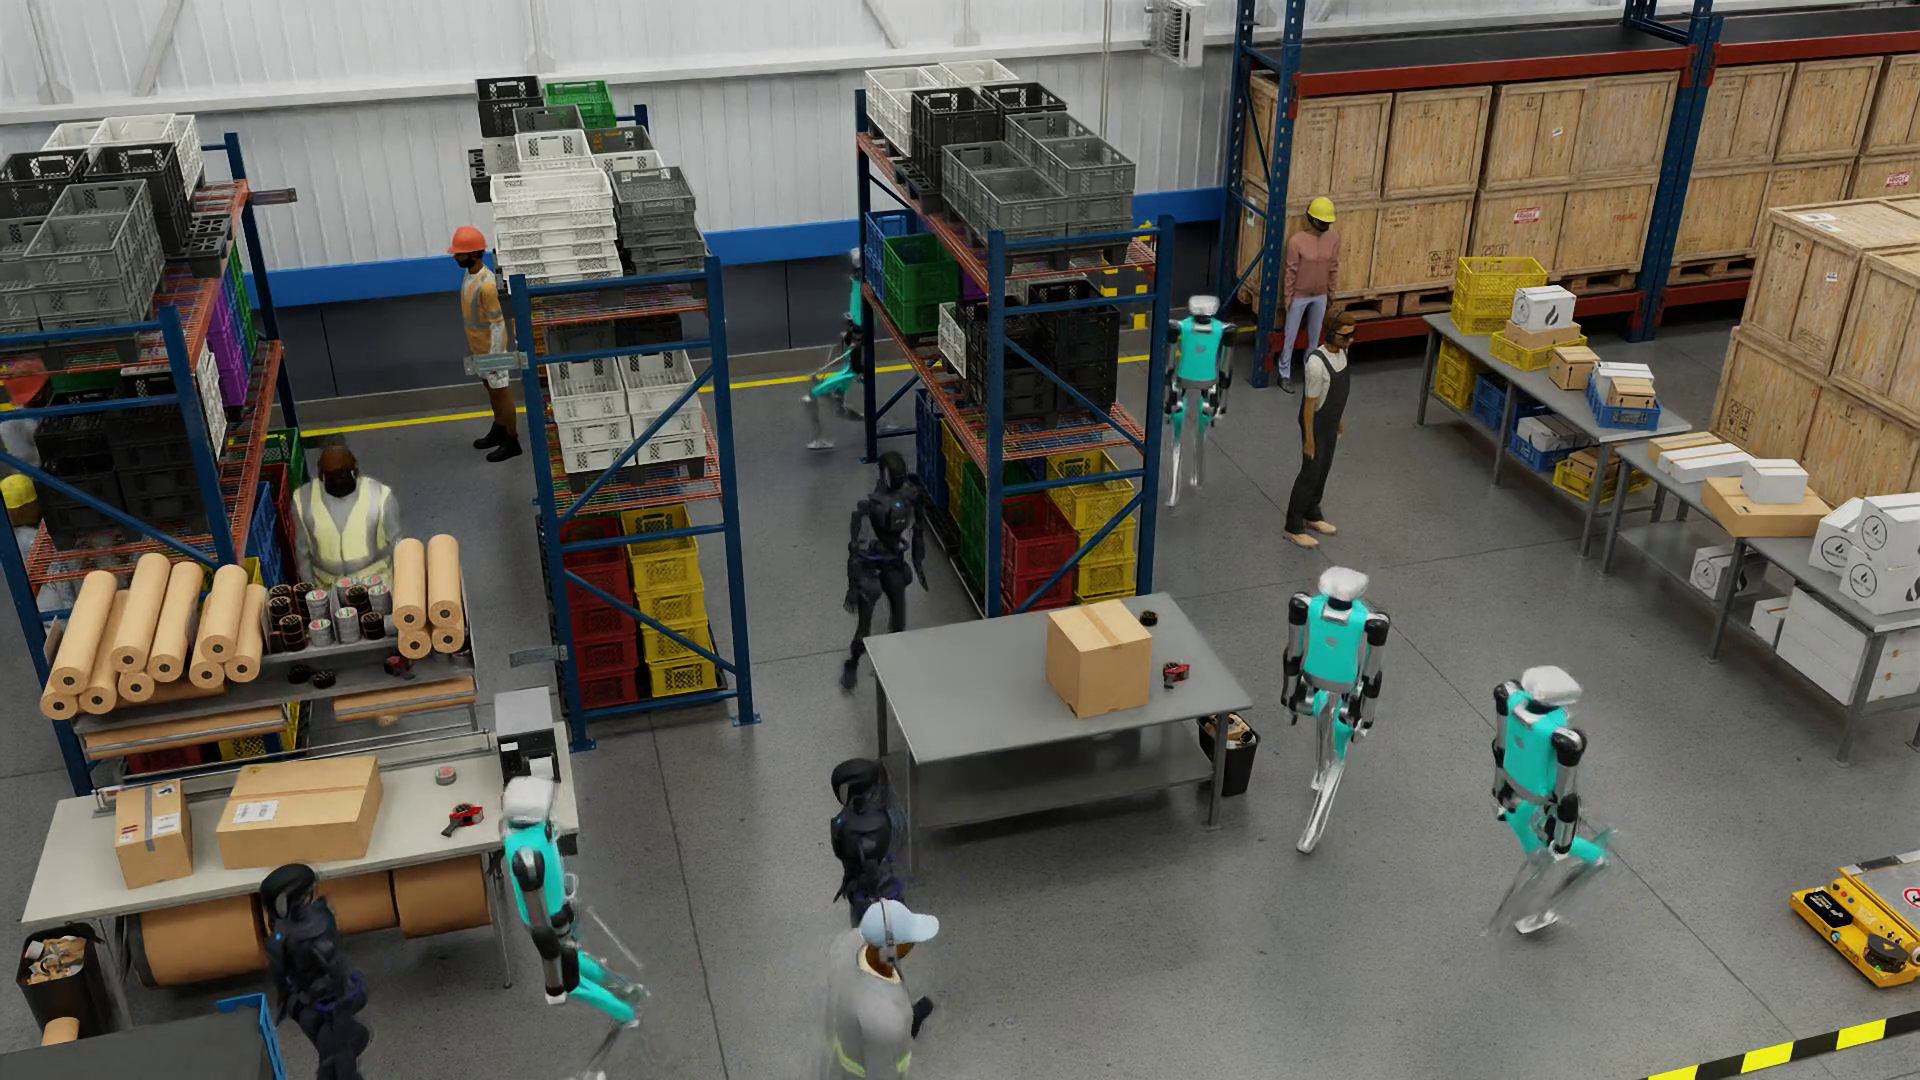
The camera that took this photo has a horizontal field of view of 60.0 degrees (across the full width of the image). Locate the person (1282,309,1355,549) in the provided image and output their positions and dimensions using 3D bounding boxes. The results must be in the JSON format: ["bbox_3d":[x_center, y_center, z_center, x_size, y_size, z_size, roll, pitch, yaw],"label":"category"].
[{"bbox_3d":[2.613,-0.808,12.011,0.332,1.836,0.501,19,34,31],"label":"person"}]

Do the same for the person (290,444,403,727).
[{"bbox_3d":[-3.662,0.234,10.110,0.640,1.825,0.608,-4,29,-8],"label":"person"}]

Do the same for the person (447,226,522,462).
[{"bbox_3d":[-3.796,-1.564,13.275,0.358,1.939,0.542,-17,33,-28],"label":"person"}]

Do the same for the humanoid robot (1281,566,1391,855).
[{"bbox_3d":[2.084,0.827,9.175,0.541,1.753,1.025,13,32,23],"label":"humanoid robot"}]

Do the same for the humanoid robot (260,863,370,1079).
[{"bbox_3d":[-2.753,2.020,7.032,0.599,1.633,0.588,21,35,33],"label":"humanoid robot"}]

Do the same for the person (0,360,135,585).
[{"bbox_3d":[-5.817,-0.322,10.960,0.675,1.991,0.509,-25,37,-38],"label":"person"}]

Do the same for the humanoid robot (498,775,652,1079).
[{"bbox_3d":[-1.607,1.833,7.411,0.691,1.890,0.544,-7,29,-12],"label":"humanoid robot"}]

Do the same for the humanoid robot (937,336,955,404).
[{"bbox_3d":[0.181,-1.794,13.953,1.020,1.751,0.545,22,36,34],"label":"humanoid robot"}]

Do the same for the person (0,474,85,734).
[{"bbox_3d":[-5.402,0.402,9.896,0.484,1.744,0.294,11,31,20],"label":"person"}]

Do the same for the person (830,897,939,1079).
[{"bbox_3d":[-0.235,2.132,6.676,0.913,1.811,0.603,-10,30,-17],"label":"person"}]

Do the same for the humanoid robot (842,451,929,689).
[{"bbox_3d":[-0.498,0.180,10.377,0.586,1.646,0.411,-20,34,-31],"label":"humanoid robot"}]

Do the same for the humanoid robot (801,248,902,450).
[{"bbox_3d":[-0.984,-1.473,13.326,1.034,1.728,0.532,-8,30,-15],"label":"humanoid robot"}]

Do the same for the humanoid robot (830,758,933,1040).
[{"bbox_3d":[-0.374,1.661,7.666,0.454,1.645,0.591,-8,30,-14],"label":"humanoid robot"}]

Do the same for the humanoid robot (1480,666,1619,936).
[{"bbox_3d":[2.960,1.342,8.220,0.802,1.797,0.558,-13,31,-22],"label":"humanoid robot"}]

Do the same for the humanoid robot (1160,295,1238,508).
[{"bbox_3d":[1.764,-1.063,12.667,0.550,1.873,0.815,2,29,4],"label":"humanoid robot"}]

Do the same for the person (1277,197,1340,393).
[{"bbox_3d":[3.055,-2.136,14.502,0.522,1.761,0.336,-10,30,-18],"label":"person"}]

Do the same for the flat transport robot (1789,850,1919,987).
[{"bbox_3d":[5.163,1.916,8.676,1.431,0.231,0.659,-8,30,-14],"label":"flat transport robot"}]
